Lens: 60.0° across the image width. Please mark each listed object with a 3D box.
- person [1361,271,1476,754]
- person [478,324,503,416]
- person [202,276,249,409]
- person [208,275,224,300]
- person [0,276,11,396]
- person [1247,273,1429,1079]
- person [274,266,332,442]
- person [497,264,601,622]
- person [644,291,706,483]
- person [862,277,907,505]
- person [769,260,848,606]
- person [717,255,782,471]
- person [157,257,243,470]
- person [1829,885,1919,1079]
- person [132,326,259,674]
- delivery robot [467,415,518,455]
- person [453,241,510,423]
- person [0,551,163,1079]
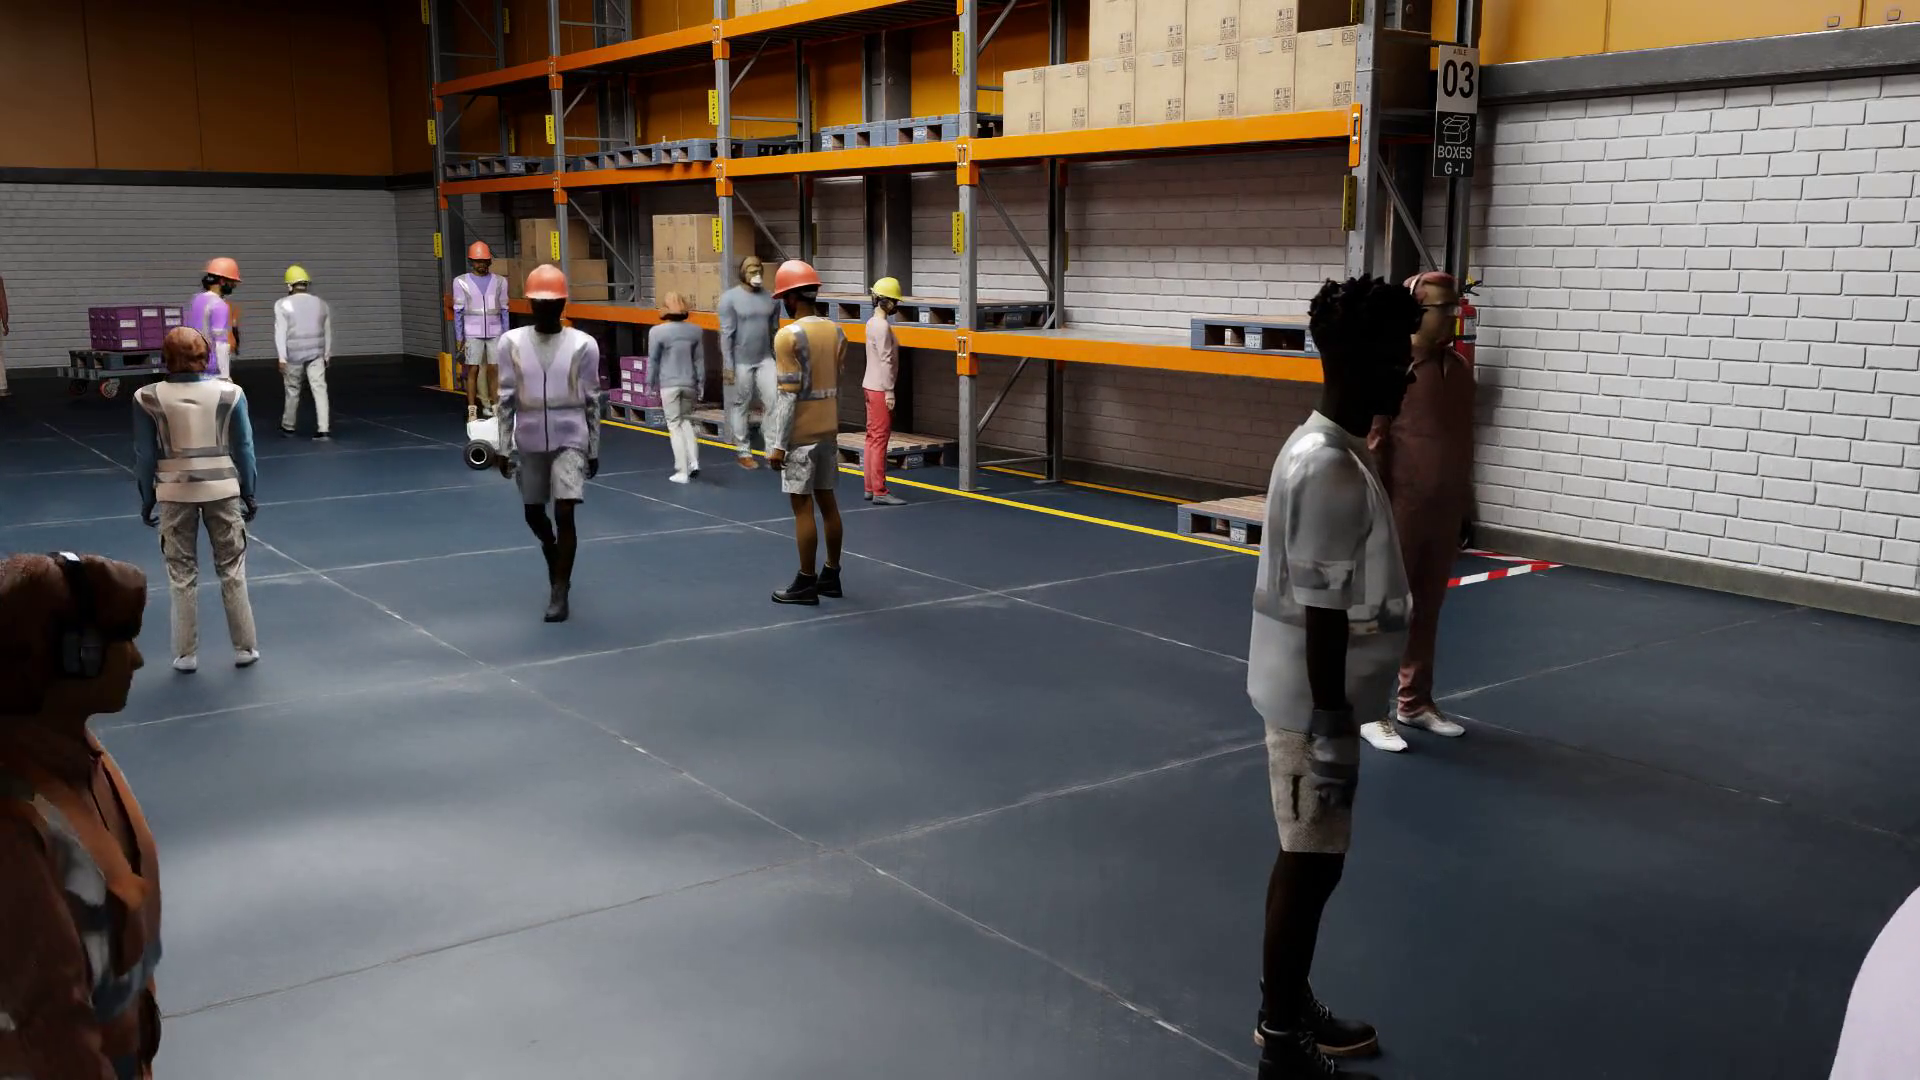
[{"bbox_3d":[1.851,-0.116,6.708,0.641,1.911,0.407,-7,12,-35],"label":"person"},{"bbox_3d":[-5.548,-2.274,19.594,0.520,1.632,0.358,-10,14,-43],"label":"person"},{"bbox_3d":[-8.636,-2.261,19.437,0.878,1.659,0.531,6,12,29],"label":"person"},{"bbox_3d":[-10.642,-3.045,23.888,0.283,1.633,0.498,-4,11,-22],"label":"person"},{"bbox_3d":[-12.917,-2.886,21.982,0.611,1.995,0.381,-5,11,-25],"label":"person"},{"bbox_3d":[0.869,0.360,3.922,0.371,1.958,0.598,3,10,15],"label":"person"},{"bbox_3d":[-6.763,-1.908,17.079,0.617,1.781,0.945,-10,14,-43],"label":"person"},{"bbox_3d":[-2.237,-0.552,9.144,0.552,1.919,0.808,-1,10,-4],"label":"person"},{"bbox_3d":[-2.413,-1.290,14.108,0.505,1.618,0.409,-8,13,-38],"label":"person"},{"bbox_3d":[-0.589,-1.152,12.934,0.327,1.760,0.524,-3,10,-14],"label":"person"},{"bbox_3d":[-0.876,-0.596,9.345,0.372,1.928,0.543,7,12,32],"label":"person"},{"bbox_3d":[-1.790,-1.540,14.676,0.648,1.908,0.806,-7,12,-34],"label":"person"},{"bbox_3d":[-6.629,-1.517,14.602,0.728,1.898,0.599,-10,14,-44],"label":"person"},{"bbox_3d":[0.908,0.883,1.292,1.001,1.838,0.622,10,14,44],"label":"person"},{"bbox_3d":[-3.599,-0.186,7.864,0.523,1.636,0.310,-5,11,-25],"label":"person"},{"bbox_3d":[-4.065,-0.972,15.031,0.707,0.478,0.477,0,10,-2],"label":"delivery robot"},{"bbox_3d":[-5.311,-2.294,18.540,0.615,2.039,0.391,-5,11,-26],"label":"person"},{"bbox_3d":[-1.190,0.818,2.335,0.840,1.589,0.561,-2,10,-10],"label":"person"}]
